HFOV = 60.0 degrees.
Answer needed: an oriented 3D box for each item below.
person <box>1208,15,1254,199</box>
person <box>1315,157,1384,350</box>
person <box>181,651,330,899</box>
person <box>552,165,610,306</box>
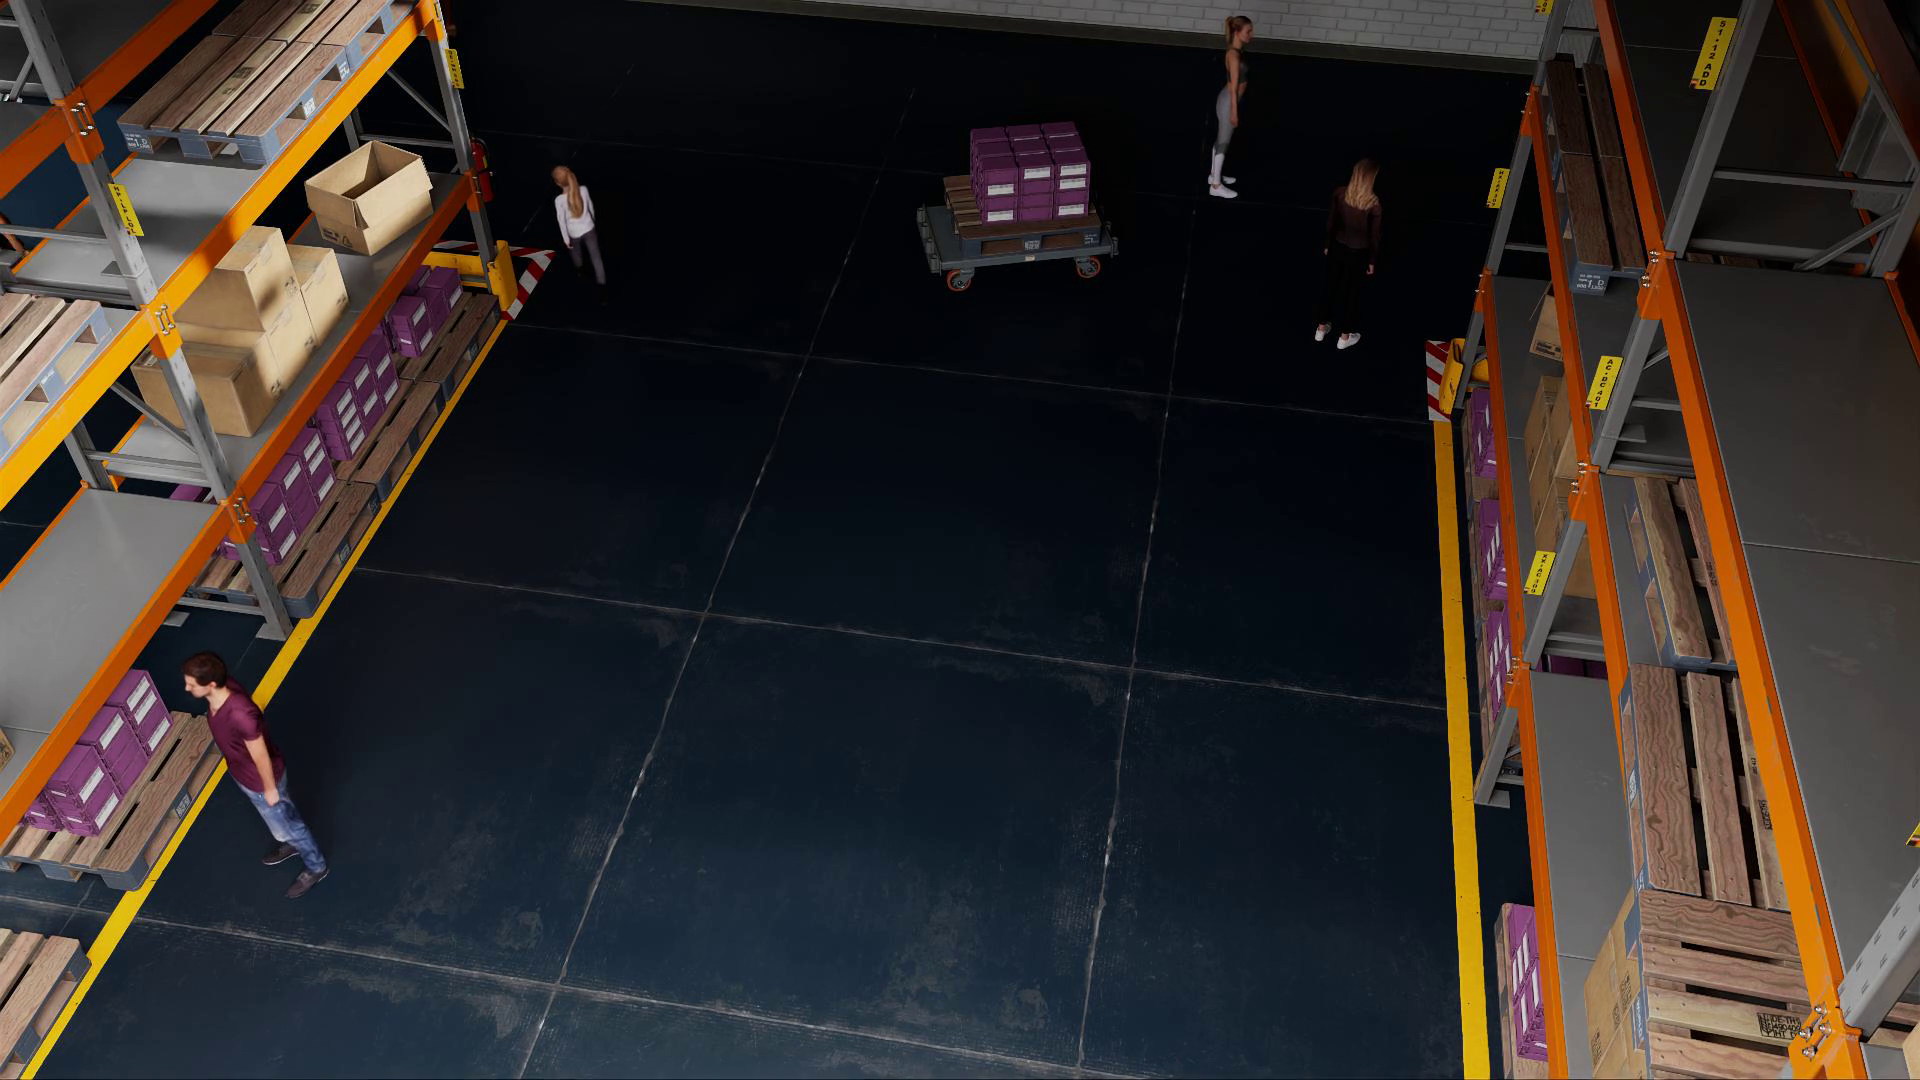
[{"bbox_3d":[2.439,-3.946,15.095,0.621,1.706,0.452,6,44,6],"label":"person"},{"bbox_3d":[3.130,-2.311,13.381,0.677,1.703,0.666,29,51,27],"label":"person"},{"bbox_3d":[-4.013,1.285,9.500,0.760,1.849,0.737,-35,53,-31],"label":"person"},{"bbox_3d":[-3.150,-2.545,13.956,0.827,1.248,0.969,-19,47,-19],"label":"person"}]
